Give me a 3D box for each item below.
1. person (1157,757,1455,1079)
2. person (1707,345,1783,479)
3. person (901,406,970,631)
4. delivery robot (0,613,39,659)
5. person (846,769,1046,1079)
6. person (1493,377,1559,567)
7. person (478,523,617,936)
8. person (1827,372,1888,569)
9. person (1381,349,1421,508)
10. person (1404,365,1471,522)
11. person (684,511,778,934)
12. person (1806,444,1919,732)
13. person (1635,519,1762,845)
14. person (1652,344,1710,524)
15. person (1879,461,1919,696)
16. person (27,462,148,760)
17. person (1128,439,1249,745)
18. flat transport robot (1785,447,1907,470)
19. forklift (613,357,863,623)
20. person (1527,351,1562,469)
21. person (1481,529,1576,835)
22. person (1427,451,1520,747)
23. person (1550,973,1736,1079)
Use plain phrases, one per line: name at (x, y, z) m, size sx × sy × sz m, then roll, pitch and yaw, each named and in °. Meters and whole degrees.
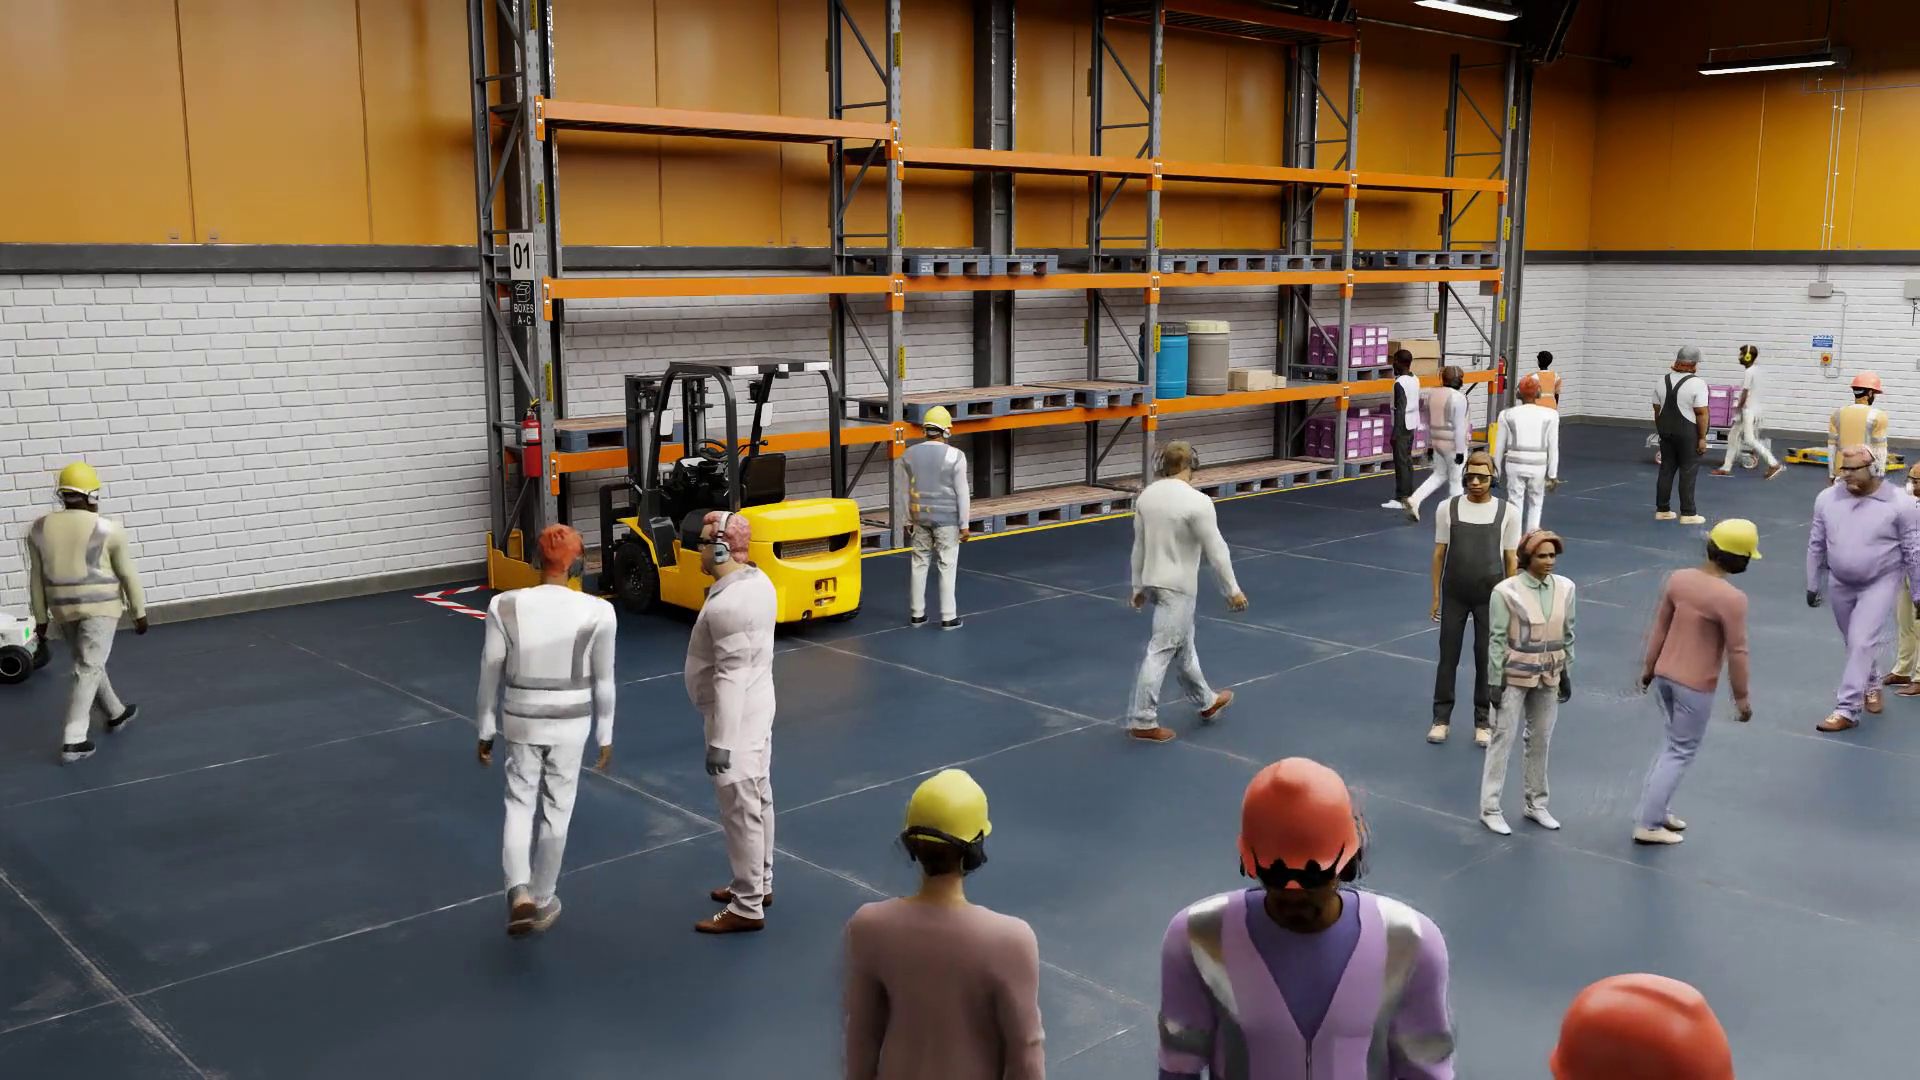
person at (0.744, 1.432, 3.649) m, size 0.631 × 2.019 × 0.518 m, roll 1°, pitch 10°, yaw 5°
person at (10.796, -1.744, 22.705) m, size 0.893 × 1.840 × 0.531 m, roll 5°, pitch 11°, yaw 27°
person at (-0.181, -0.177, 13.553) m, size 0.589 × 1.824 × 0.403 m, roll 5°, pitch 11°, yaw 25°
delivery robot at (-7.005, 0.685, 11.936) m, size 0.707 × 0.478 × 0.477 m, roll -2°, pitch 10°, yaw -12°
person at (-0.057, 1.456, 4.159) m, size 0.558 × 1.753 × 0.513 m, roll 5°, pitch 11°, yaw 26°
person at (5.565, -0.684, 16.412) m, size 0.601 × 1.856 × 0.729 m, roll 3°, pitch 10°, yaw 15°
person at (-1.829, 0.864, 7.368) m, size 0.614 × 1.861 × 0.570 m, roll -1°, pitch 10°, yaw -5°
person at (8.641, -0.650, 16.013) m, size 0.374 × 1.928 × 0.542 m, roll -7°, pitch 12°, yaw -35°
person at (5.352, -1.339, 20.076) m, size 0.379 × 1.916 × 0.597 m, roll 6°, pitch 11°, yaw 31°
person at (5.425, -1.050, 18.678) m, size 0.733 × 1.822 × 0.631 m, roll -3°, pitch 10°, yaw -19°
person at (-1.037, 0.813, 7.506) m, size 0.403 × 1.911 × 0.637 m, roll 1°, pitch 10°, yaw 6°
person at (5.898, 0.281, 10.820) m, size 0.961 × 1.852 × 0.703 m, roll -7°, pitch 12°, yaw -35°
person at (3.747, 0.733, 8.502) m, size 0.535 × 1.717 × 0.553 m, roll -2°, pitch 10°, yaw -14°
person at (8.282, -1.214, 18.989) m, size 0.539 × 2.000 × 0.688 m, roll -5°, pitch 11°, yaw -26°
person at (6.627, 0.262, 11.538) m, size 0.285 × 1.633 × 0.497 m, roll 0°, pitch 10°, yaw 2°
person at (-5.354, 0.406, 10.264) m, size 0.607 × 1.779 × 0.951 m, roll 0°, pitch 10°, yaw 2°
person at (1.434, 0.319, 10.455) m, size 0.965 × 1.885 × 0.661 m, roll -5°, pitch 11°, yaw -27°
flat transport robot at (12.747, -1.177, 23.946) m, size 0.652 × 0.197 × 1.431 m, roll -6°, pitch 12°, yaw -33°
forklift at (-1.847, -0.414, 13.852) m, size 1.214 × 2.155 × 2.313 m, roll -9°, pitch 13°, yaw -42°
person at (8.274, -1.839, 23.654) m, size 0.535 × 1.697 × 0.318 m, roll -2°, pitch 10°, yaw -12°
person at (2.986, 0.742, 8.744) m, size 0.515 × 1.628 × 0.322 m, roll -3°, pitch 10°, yaw -16°
person at (3.182, 0.365, 10.316) m, size 0.507 × 1.847 × 0.351 m, roll 4°, pitch 10°, yaw 21°
person at (1.043, 1.618, 2.709) m, size 0.373 × 1.934 × 0.551 m, roll 5°, pitch 11°, yaw 27°
